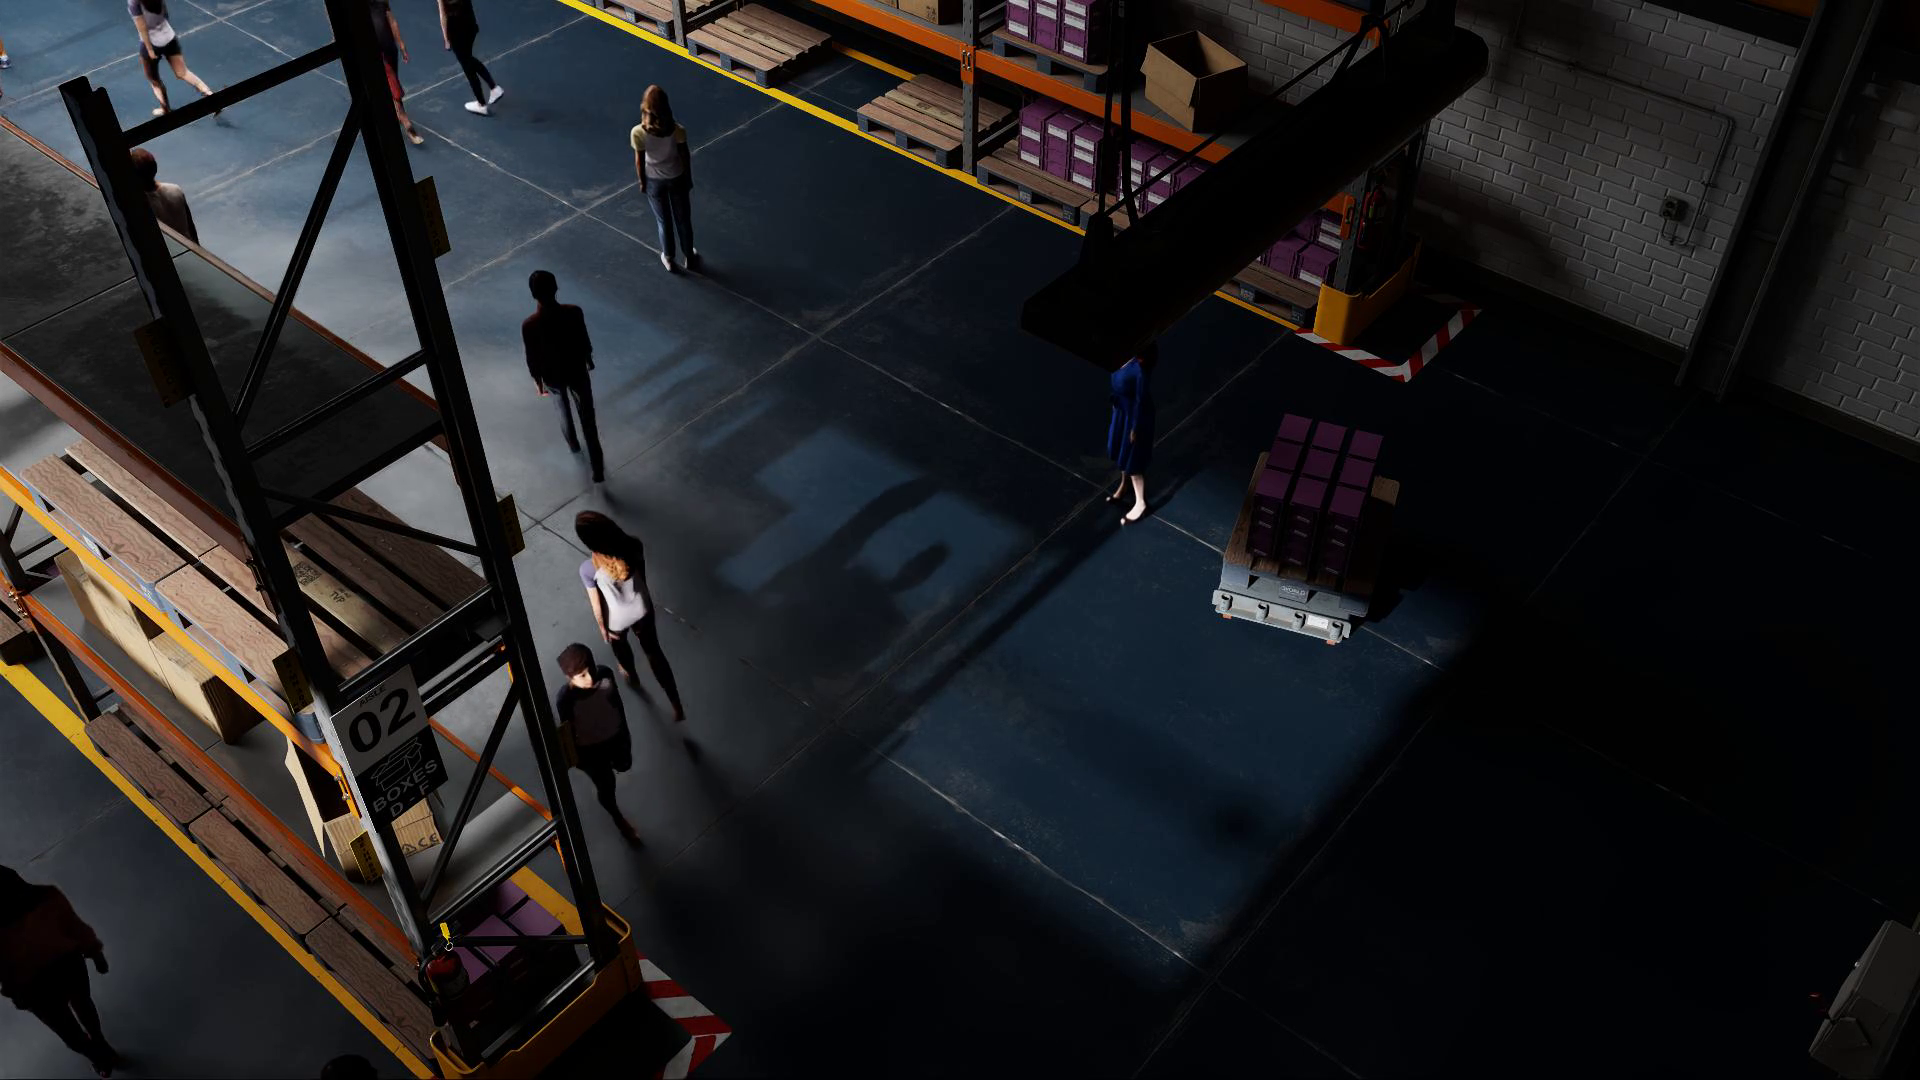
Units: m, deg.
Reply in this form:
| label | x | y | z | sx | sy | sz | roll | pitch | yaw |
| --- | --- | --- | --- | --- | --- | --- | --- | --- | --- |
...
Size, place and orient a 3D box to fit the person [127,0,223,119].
| label | x | y | z | sx | sy | sz | roll | pitch | yaw |
| --- | --- | --- | --- | --- | --- | --- | --- | --- | --- |
| person | -7.667 | -4.796 | 16.051 | 1.131 | 1.677 | 0.880 | 12 | 45 | 12 |

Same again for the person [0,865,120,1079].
| label | x | y | z | sx | sy | sz | roll | pitch | yaw |
| --- | --- | --- | --- | --- | --- | --- | --- | --- | --- |
| person | -4.743 | 2.205 | 8.616 | 0.607 | 1.797 | 0.643 | 31 | 52 | 28 |

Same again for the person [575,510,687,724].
| label | x | y | z | sx | sy | sz | roll | pitch | yaw |
| --- | --- | --- | --- | --- | --- | --- | --- | --- | --- |
| person | -2.056 | 0.504 | 10.479 | 0.805 | 1.690 | 1.122 | -24 | 49 | -23 |

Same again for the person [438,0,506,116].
| label | x | y | z | sx | sy | sz | roll | pitch | yaw |
| --- | --- | --- | --- | --- | --- | --- | --- | --- | --- |
| person | -4.749 | -4.929 | 16.149 | 0.806 | 1.737 | 0.725 | 14 | 45 | 14 |

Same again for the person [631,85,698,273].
| label | x | y | z | sx | sy | sz | roll | pitch | yaw |
| --- | --- | --- | --- | --- | --- | --- | --- | --- | --- |
| person | -2.507 | -3.069 | 14.204 | 0.711 | 1.726 | 0.747 | -8 | 44 | -8 |

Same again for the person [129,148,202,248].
| label | x | y | z | sx | sy | sz | roll | pitch | yaw |
| --- | --- | --- | --- | --- | --- | --- | --- | --- | --- |
| person | -6.144 | -2.183 | 13.163 | 0.735 | 1.878 | 0.728 | 26 | 49 | 24 |

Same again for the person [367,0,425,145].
| label | x | y | z | sx | sy | sz | roll | pitch | yaw |
| --- | --- | --- | --- | --- | --- | --- | --- | --- | --- |
| person | -5.608 | -4.710 | 16.007 | 1.158 | 1.614 | 0.592 | 31 | 52 | 29 |

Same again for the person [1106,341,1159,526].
| label | x | y | z | sx | sy | sz | roll | pitch | yaw |
| --- | --- | --- | --- | --- | --- | --- | --- | --- | --- |
| person | 1.228 | -0.870 | 11.824 | 0.773 | 1.824 | 0.690 | -10 | 45 | -11 |

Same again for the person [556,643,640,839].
| label | x | y | z | sx | sy | sz | roll | pitch | yaw |
| --- | --- | --- | --- | --- | --- | --- | --- | --- | --- |
| person | -2.193 | 1.135 | 9.922 | 0.794 | 1.545 | 0.561 | 31 | 52 | 28 |

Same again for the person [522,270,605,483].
| label | x | y | z | sx | sy | sz | roll | pitch | yaw |
| --- | --- | --- | --- | --- | --- | --- | --- | --- | --- |
| person | -2.862 | -1.174 | 12.194 | 1.004 | 1.753 | 1.194 | -13 | 45 | -14 |
